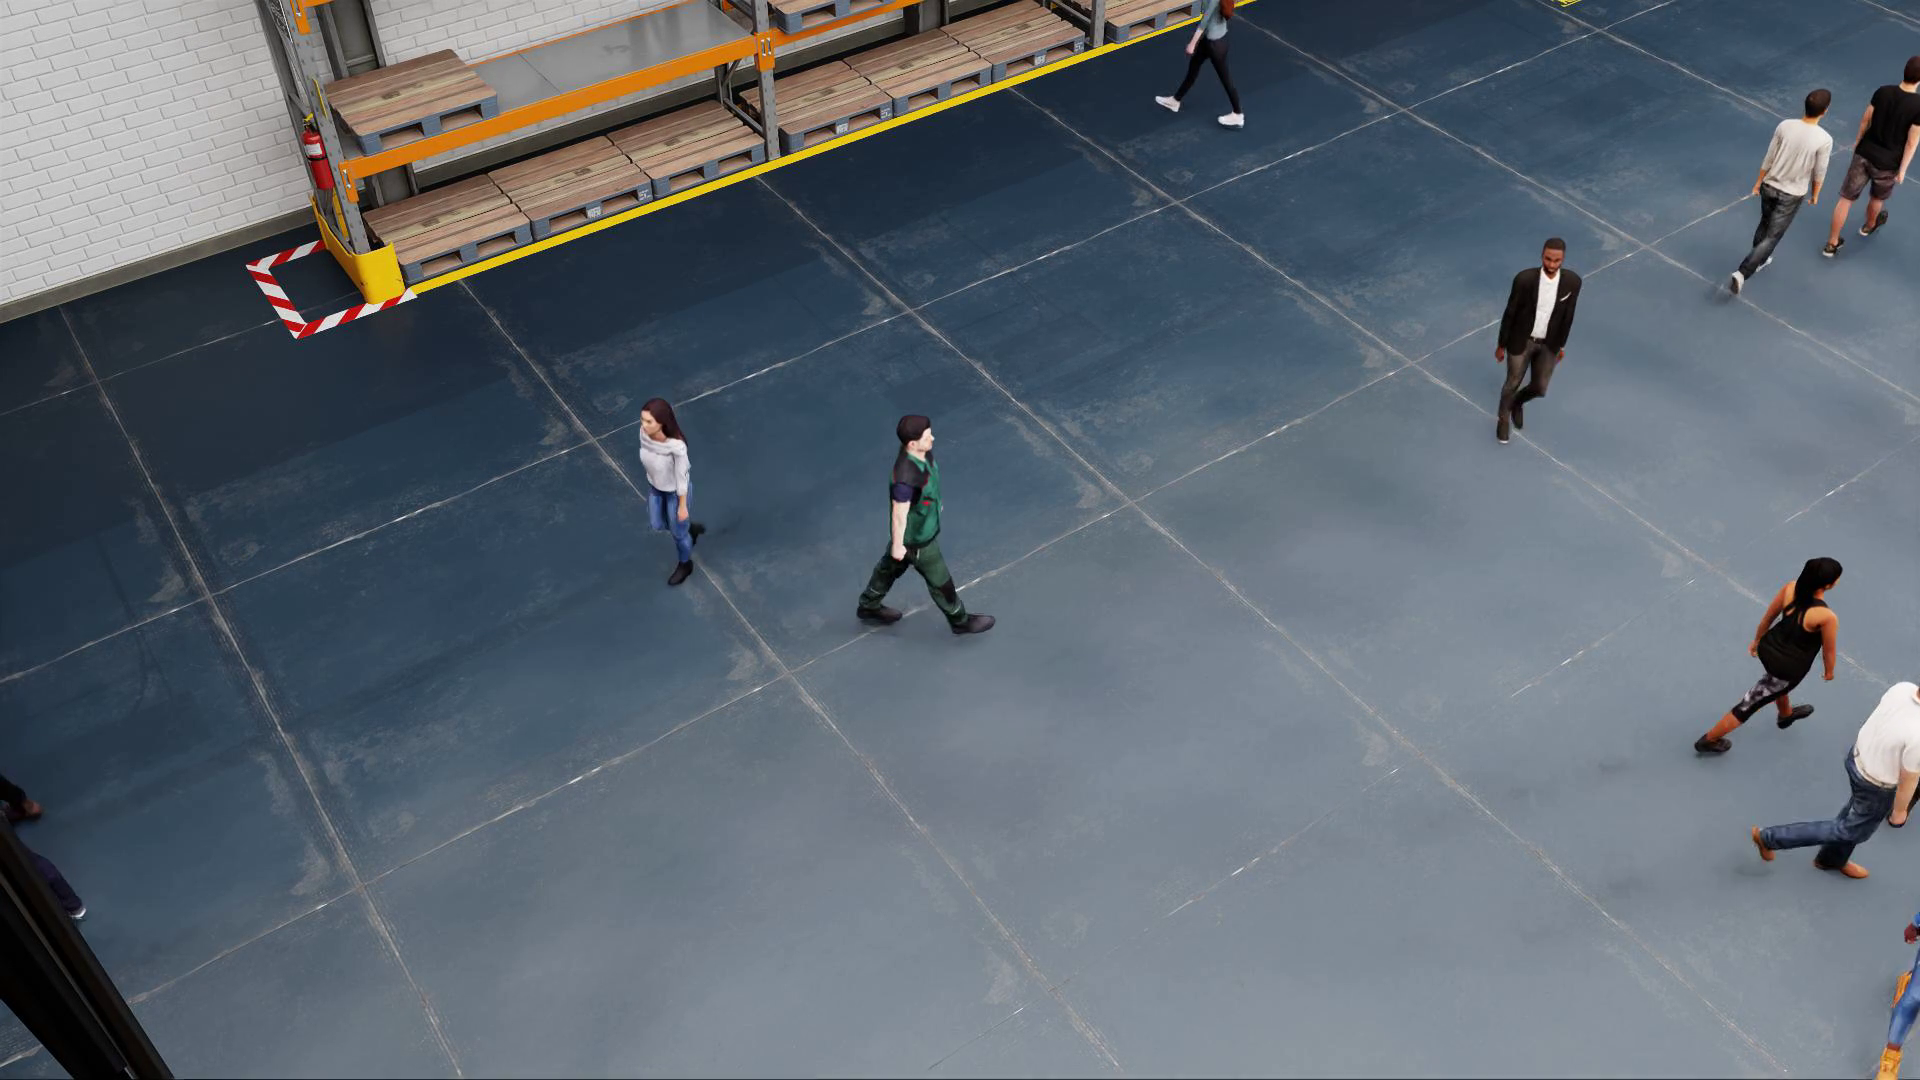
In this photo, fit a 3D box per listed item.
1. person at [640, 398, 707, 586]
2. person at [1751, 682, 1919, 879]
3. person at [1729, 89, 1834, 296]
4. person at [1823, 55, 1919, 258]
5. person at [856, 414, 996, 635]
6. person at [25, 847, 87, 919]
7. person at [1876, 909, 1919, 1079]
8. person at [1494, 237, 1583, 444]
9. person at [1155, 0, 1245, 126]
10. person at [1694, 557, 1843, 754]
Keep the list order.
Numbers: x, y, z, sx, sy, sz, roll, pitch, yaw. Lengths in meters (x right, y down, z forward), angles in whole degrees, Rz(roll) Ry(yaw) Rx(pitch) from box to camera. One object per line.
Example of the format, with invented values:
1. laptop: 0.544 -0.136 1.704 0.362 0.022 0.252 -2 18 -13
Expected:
1. person: -1.935 -0.376 11.463 0.707 1.618 0.772 29 51 27
2. person: 5.130 1.344 9.506 1.075 1.827 1.050 11 45 11
3. person: 6.885 -2.904 13.997 1.127 1.783 0.737 -31 52 -29
4. person: 7.863 -3.265 14.339 1.106 1.834 0.803 -33 52 -29
5. person: -0.392 -0.079 10.980 1.296 1.855 1.172 3 44 3
6. person: -5.441 1.610 9.251 1.265 1.794 1.123 2 44 2
7. person: 5.316 2.084 8.841 0.989 1.673 1.224 19 47 19
8. person: 4.306 -1.540 12.563 0.821 1.786 0.887 4 44 5
9. person: 2.523 -4.749 16.003 1.086 1.688 1.136 14 45 14
10. person: 5.016 0.766 10.265 1.163 1.618 0.841 -10 45 -11
